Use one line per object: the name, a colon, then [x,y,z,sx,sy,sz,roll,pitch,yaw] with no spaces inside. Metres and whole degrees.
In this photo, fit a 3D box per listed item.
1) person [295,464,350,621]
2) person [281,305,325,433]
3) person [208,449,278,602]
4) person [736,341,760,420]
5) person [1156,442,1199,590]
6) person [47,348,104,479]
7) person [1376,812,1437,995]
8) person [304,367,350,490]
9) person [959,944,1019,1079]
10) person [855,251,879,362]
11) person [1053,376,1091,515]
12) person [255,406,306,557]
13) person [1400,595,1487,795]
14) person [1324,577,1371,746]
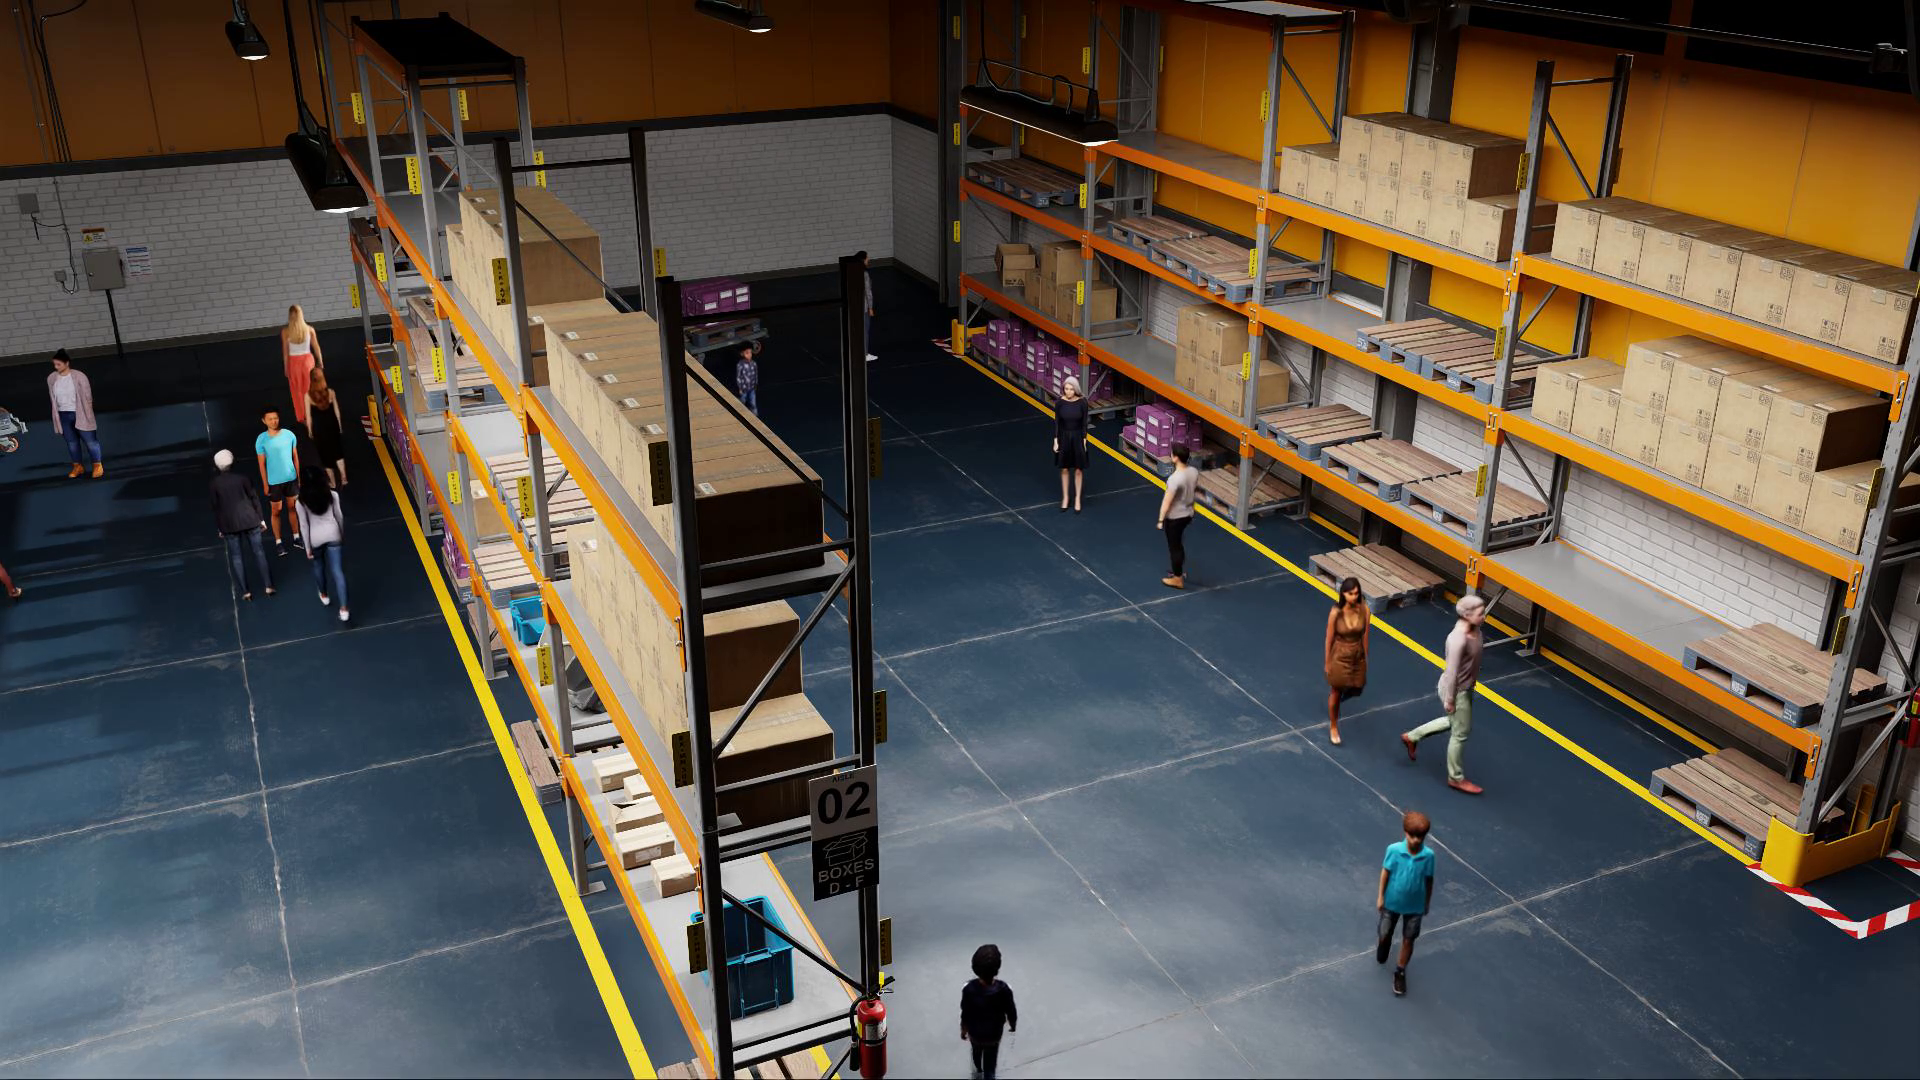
person: [-6.709,0.067,17.636,0.622,1.692,1.155,-11,26,-24]
person: [-9.108,-2.344,23.025,0.718,1.792,0.818,-7,25,-16]
person: [-7.791,-0.170,18.121,0.748,1.776,0.595,-9,25,-19]
person: [-3.031,-2.183,23.364,0.543,1.227,0.862,-13,27,-28]
person: [2.470,-0.254,18.345,0.707,1.711,0.692,-22,32,-40]
person: [-11.436,-1.647,21.491,0.779,1.744,0.767,-1,24,-2]
person: [3.245,2.590,12.172,0.727,1.444,0.811,4,24,10]
person: [-8.006,-1.371,21.023,0.625,1.614,0.763,-15,28,-31]
person: [0.161,3.245,10.979,0.766,1.200,0.867,4,24,8]
person: [-1.556,-3.703,26.205,0.727,1.735,0.563,-20,31,-38]
person: [1.366,-1.176,20.416,0.713,1.743,0.742,4,24,9]
person: [-7.886,-0.705,19.296,0.680,1.777,0.629,-20,31,-38]
person: [4.288,1.309,14.594,1.160,1.853,1.032,13,27,27]
person: [3.528,1.076,15.350,0.679,1.674,0.795,-4,24,-10]
